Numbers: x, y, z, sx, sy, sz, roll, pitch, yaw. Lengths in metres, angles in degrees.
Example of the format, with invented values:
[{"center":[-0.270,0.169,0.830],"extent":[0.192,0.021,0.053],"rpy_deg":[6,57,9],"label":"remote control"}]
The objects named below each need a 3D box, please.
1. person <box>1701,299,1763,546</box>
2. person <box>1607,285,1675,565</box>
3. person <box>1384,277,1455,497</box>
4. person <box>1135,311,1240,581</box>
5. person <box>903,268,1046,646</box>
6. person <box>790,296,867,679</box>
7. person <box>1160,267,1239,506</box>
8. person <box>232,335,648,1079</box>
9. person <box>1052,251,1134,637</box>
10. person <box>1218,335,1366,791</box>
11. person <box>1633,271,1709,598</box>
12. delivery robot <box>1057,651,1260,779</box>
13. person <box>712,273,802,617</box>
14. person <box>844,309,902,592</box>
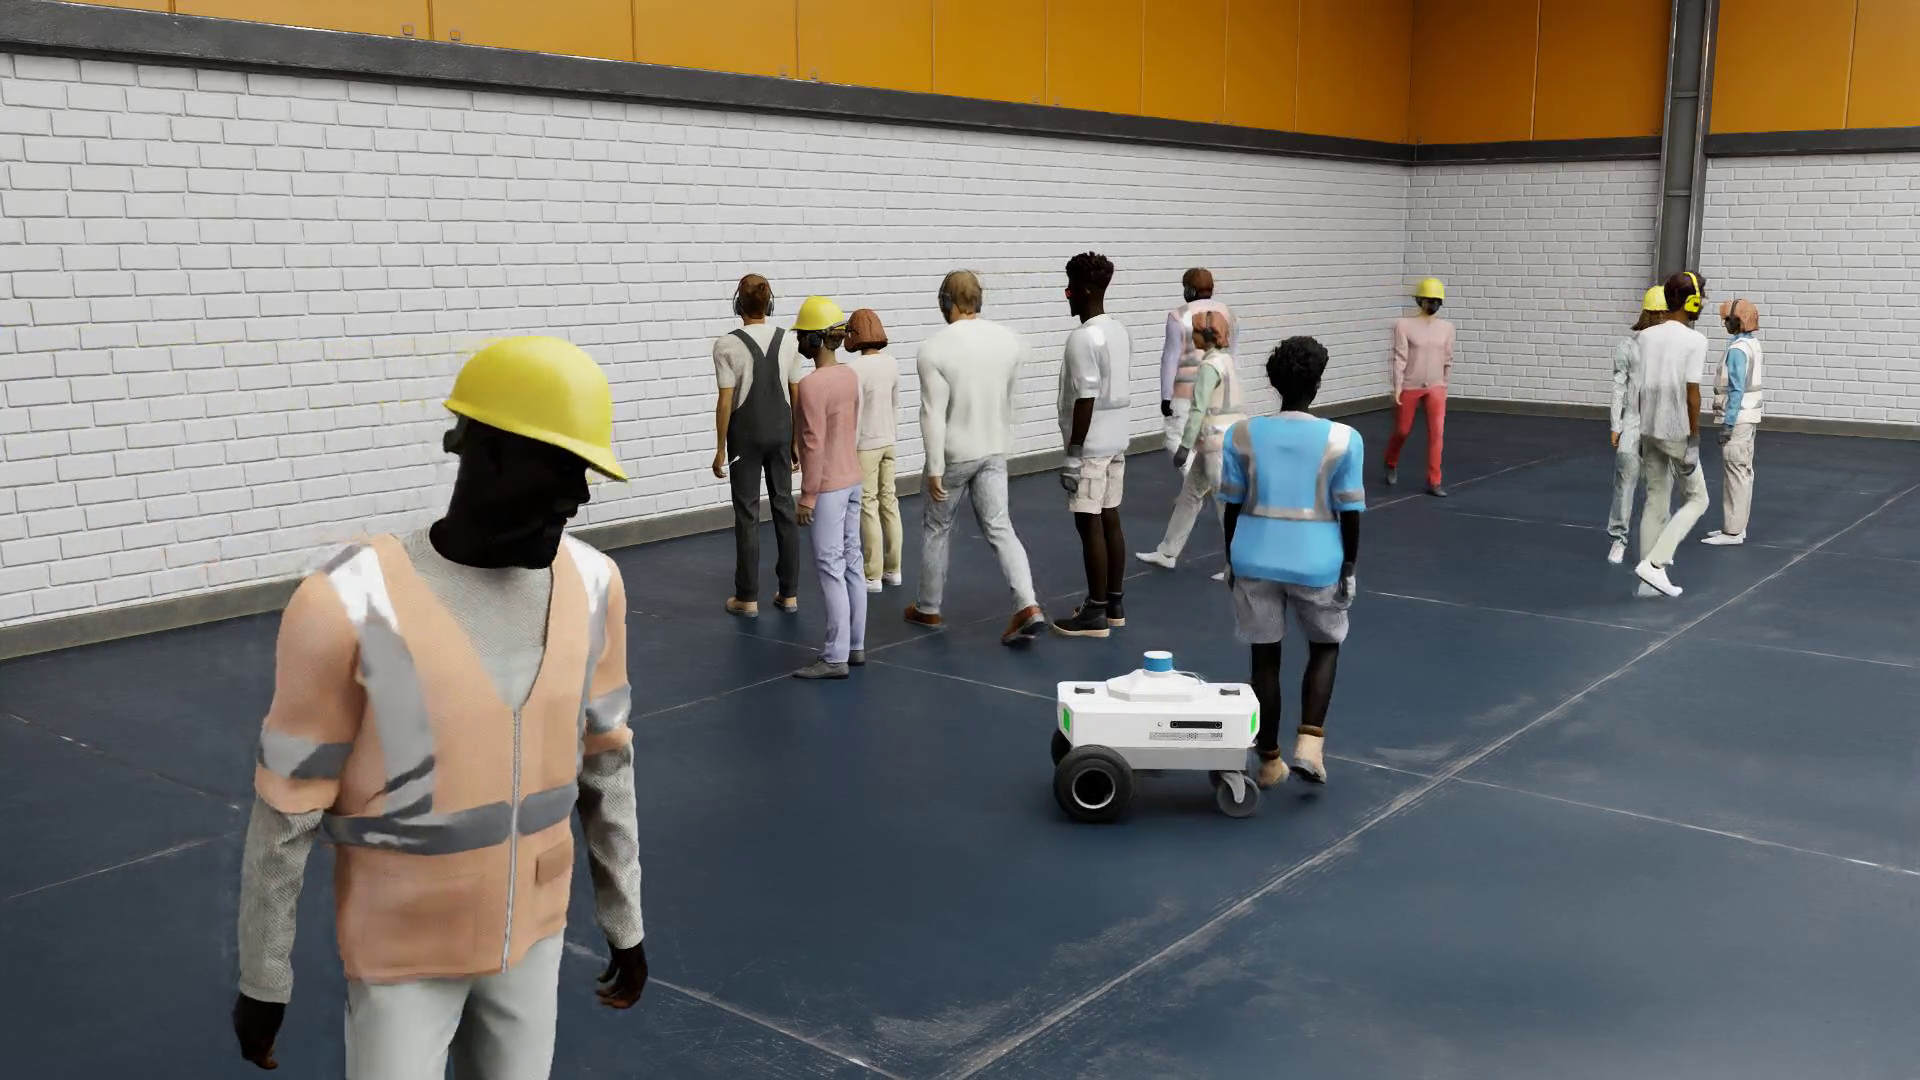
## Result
[{"center":[5.149,-0.775,11.043],"extent":[0.313,1.637,0.513],"rpy_deg":[7,12,34],"label":"person"},{"center":[4.314,-0.708,10.379],"extent":[0.493,1.743,0.299],"rpy_deg":[2,10,10],"label":"person"},{"center":[3.693,-1.247,13.385],"extent":[0.525,1.735,0.809],"rpy_deg":[-1,10,-4],"label":"person"},{"center":[1.407,-0.551,9.908],"extent":[0.808,1.602,0.520],"rpy_deg":[3,11,15],"label":"person"},{"center":[0.076,-0.418,8.390],"extent":[0.616,1.894,1.000],"rpy_deg":[-6,12,-30],"label":"person"},{"center":[-0.623,-0.235,7.694],"extent":[0.327,1.769,0.525],"rpy_deg":[4,11,20],"label":"person"},{"center":[1.747,-1.094,12.279],"extent":[0.648,1.829,0.645],"rpy_deg":[-5,11,-26],"label":"person"},{"center":[-0.785,0.617,2.658],"extent":[0.501,1.878,0.629],"rpy_deg":[9,13,39],"label":"person"},{"center":[0.679,-0.488,8.538],"extent":[0.362,1.963,0.613],"rpy_deg":[5,11,26],"label":"person"},{"center":[1.200,0.100,6.070],"extent":[0.535,1.685,0.361],"rpy_deg":[4,11,19],"label":"person"},{"center":[4.008,-0.578,9.368],"extent":[0.378,1.856,0.511],"rpy_deg":[-4,11,-23],"label":"person"},{"center":[0.705,0.640,5.943],"extent":[0.707,0.478,0.477],"rpy_deg":[0,10,2],"label":"delivery robot"},{"center":[-1.089,-0.506,8.972],"extent":[0.504,1.847,0.345],"rpy_deg":[-5,12,-28],"label":"person"},{"center":[-0.524,-0.514,9.607],"extent":[0.282,1.631,0.503],"rpy_deg":[6,12,32],"label":"person"}]
